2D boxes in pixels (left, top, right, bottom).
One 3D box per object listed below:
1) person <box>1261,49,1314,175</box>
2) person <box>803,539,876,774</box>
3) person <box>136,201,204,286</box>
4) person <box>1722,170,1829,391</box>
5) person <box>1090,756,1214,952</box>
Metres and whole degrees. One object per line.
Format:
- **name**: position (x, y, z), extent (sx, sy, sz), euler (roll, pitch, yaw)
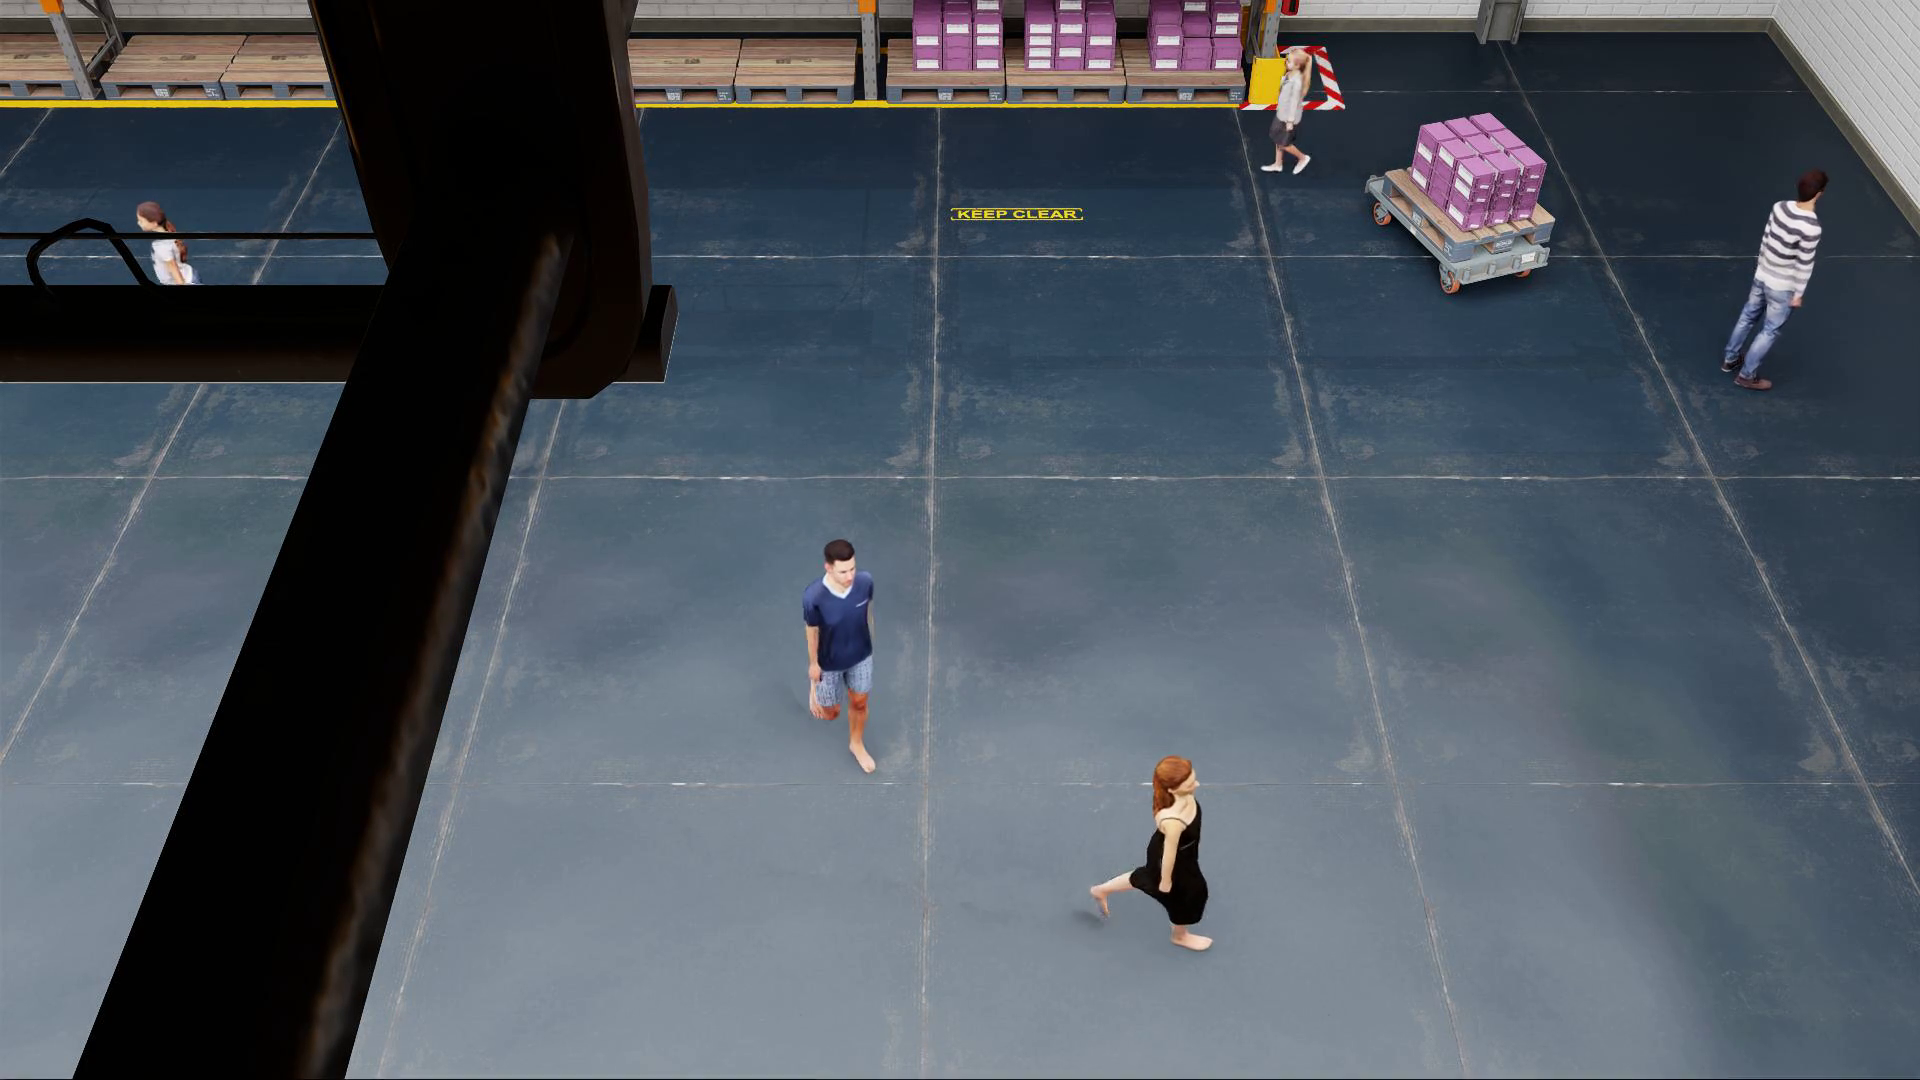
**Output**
- **person**: position (3.126, -3.976, 15.522), extent (0.655, 1.265, 0.526), euler (-2, 44, -2)
- **person**: position (-0.767, 0.647, 10.256), extent (0.960, 1.834, 0.930), euler (-20, 47, -19)
- **person**: position (-6.132, -2.029, 13.288), extent (1.060, 1.528, 0.775), euler (-14, 45, -14)
- **person**: position (6.426, -2.043, 13.069), extent (0.652, 1.850, 0.753), euler (-8, 44, -9)
- **person**: position (1.095, 1.743, 9.274), extent (1.020, 1.602, 0.707), euler (9, 44, 9)
